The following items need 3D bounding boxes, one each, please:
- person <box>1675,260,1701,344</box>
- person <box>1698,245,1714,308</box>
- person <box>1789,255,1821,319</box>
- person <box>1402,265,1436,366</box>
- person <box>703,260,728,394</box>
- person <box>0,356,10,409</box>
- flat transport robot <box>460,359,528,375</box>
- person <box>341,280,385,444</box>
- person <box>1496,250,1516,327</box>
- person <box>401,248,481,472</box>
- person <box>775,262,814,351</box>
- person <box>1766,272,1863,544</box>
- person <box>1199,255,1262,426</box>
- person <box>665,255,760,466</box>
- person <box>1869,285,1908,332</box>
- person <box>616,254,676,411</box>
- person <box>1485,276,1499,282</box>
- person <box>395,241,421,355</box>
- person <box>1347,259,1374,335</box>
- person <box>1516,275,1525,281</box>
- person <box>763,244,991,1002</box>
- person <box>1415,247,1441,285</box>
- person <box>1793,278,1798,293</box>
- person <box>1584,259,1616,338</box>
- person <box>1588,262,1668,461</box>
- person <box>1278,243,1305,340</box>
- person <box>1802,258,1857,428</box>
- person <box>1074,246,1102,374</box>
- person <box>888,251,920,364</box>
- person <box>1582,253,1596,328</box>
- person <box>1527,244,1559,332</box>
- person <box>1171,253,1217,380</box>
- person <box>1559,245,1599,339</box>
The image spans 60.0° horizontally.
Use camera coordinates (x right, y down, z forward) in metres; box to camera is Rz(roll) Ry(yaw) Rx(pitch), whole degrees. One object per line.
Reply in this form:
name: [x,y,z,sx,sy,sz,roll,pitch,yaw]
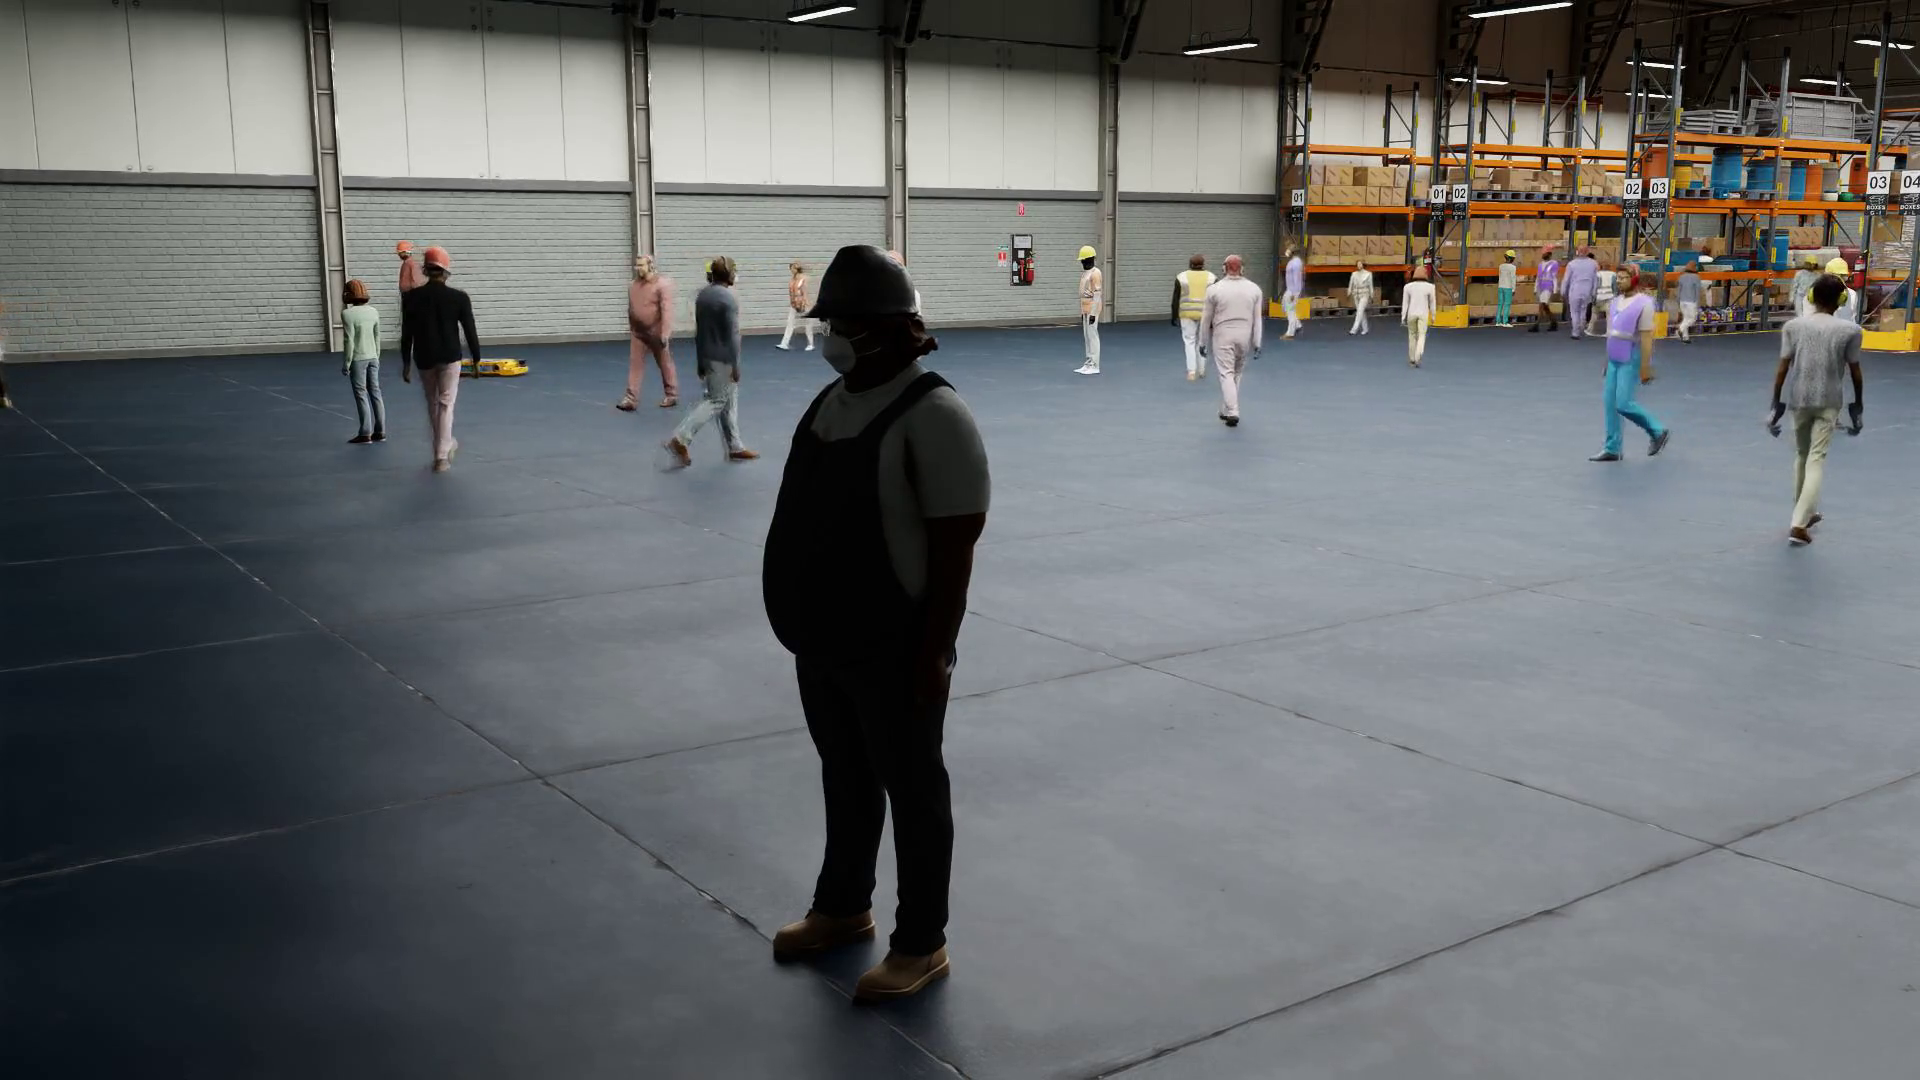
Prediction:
person: [13.947,-4.558,31.915,0.550,1.619,0.504,-6,12,-28]
person: [18.979,-6.579,42.387,0.978,1.831,0.579,-8,13,-39]
person: [16.007,-4.511,31.392,0.507,1.700,0.818,0,10,1]
person: [7.296,-3.563,26.492,0.508,1.611,0.713,4,11,22]
person: [-3.229,-2.778,21.792,0.595,1.746,0.530,-4,11,-22]
person: [-11.846,-2.395,19.923,0.892,1.648,0.548,2,11,11]
flat transport robot: [-7.240,-2.585,24.782,1.431,0.197,0.652,1,10,4]
person: [-5.983,-1.779,16.624,0.267,1.632,0.507,4,11,20]
person: [12.497,-5.735,37.980,0.337,1.757,0.518,-5,11,-25]
person: [-4.616,-1.618,14.878,0.648,1.941,1.005,0,10,-1]
person: [-2.942,-4.197,29.985,0.528,1.593,0.848,8,13,38]
person: [5.840,-0.904,11.337,0.552,1.817,1.000,9,14,41]
person: [2.979,-2.192,18.288,0.659,1.864,0.983,-2,10,-8]
person: [-2.256,-1.615,15.013,0.924,1.910,0.639,-7,12,-33]
person: [19.391,-5.241,34.618,1.044,2.003,0.618,-3,11,-16]
person: [-3.735,-2.479,19.861,0.664,1.852,0.986,5,11,25]
person: [13.294,-6.405,41.407,0.346,1.846,0.506,-7,13,-35]
person: [-9.607,-4.206,28.984,0.406,1.983,0.617,-8,13,-37]
person: [8.441,-5.113,35.027,0.900,1.589,0.533,-9,14,-41]
person: [15.139,-7.115,45.241,0.481,1.865,0.617,-7,13,-35]
person: [-0.271,0.223,4.538,0.537,2.000,0.680,-8,13,-39]
person: [11.639,-6.382,41.395,0.640,1.810,0.898,6,12,31]
person: [20.972,-6.364,41.246,0.447,1.829,0.628,-9,14,-40]
person: [13.154,-4.941,34.059,0.529,1.592,0.850,-1,10,-5]
person: [6.136,-1.618,15.212,0.599,1.829,0.568,-2,10,-9]
person: [6.619,-4.953,33.209,0.442,1.929,0.649,1,10,5]
person: [9.353,-2.111,17.905,0.600,1.829,0.404,-1,10,-4]
person: [1.940,-3.449,24.996,0.373,1.920,0.585,-2,11,-11]
person: [-0.638,-1.767,15.776,0.546,1.913,0.657,0,10,2]
person: [14.138,-5.614,37.468,0.315,1.700,0.540,-6,12,-31]
person: [12.710,-5.449,36.031,0.946,1.901,0.557,-4,11,-21]
person: [3.370,-3.233,24.110,0.636,1.809,0.834,0,10,-3]
person: [12.470,-4.989,33.575,0.680,1.877,0.683,-1,10,-4]
